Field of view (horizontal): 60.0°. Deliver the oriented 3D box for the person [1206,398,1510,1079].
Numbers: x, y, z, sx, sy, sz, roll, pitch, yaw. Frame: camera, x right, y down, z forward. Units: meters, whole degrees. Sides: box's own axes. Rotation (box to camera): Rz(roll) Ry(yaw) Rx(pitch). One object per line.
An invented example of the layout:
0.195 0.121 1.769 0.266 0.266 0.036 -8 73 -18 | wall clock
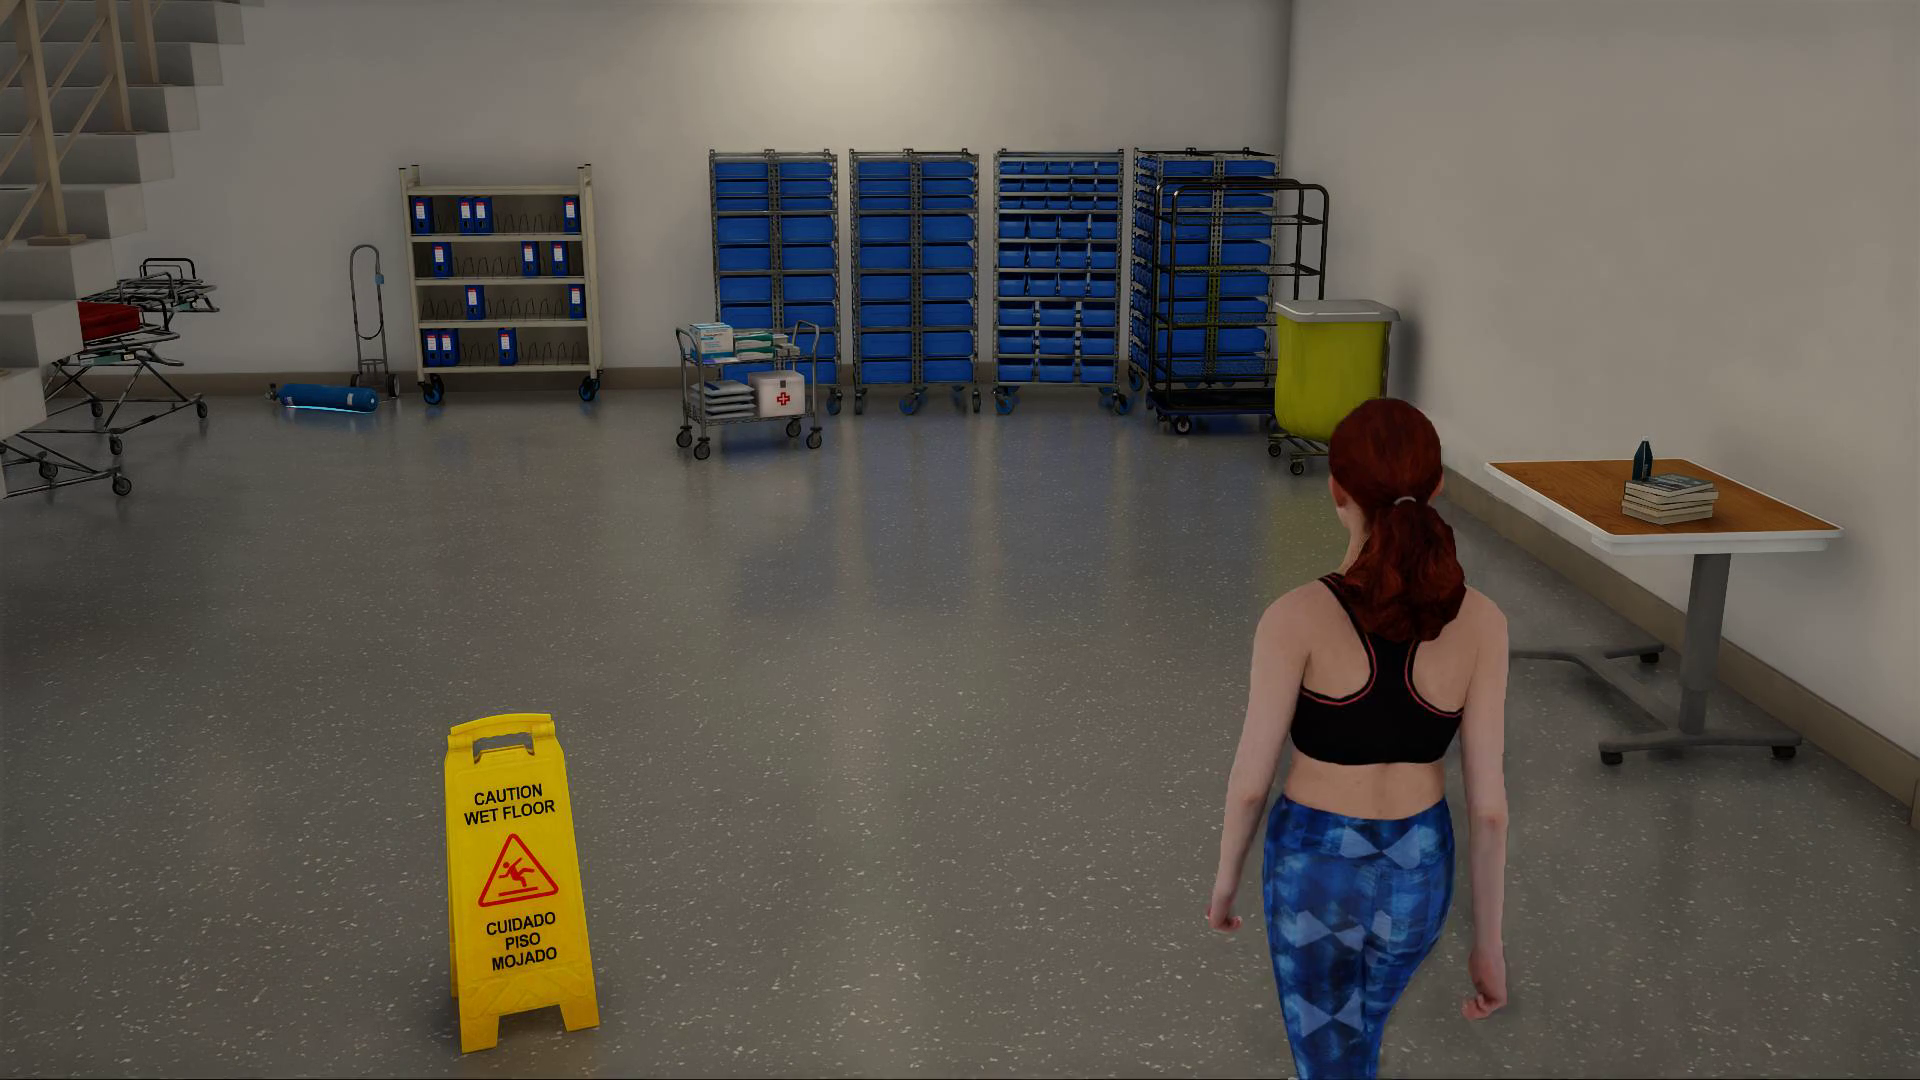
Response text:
0.658 0.701 2.675 0.582 1.730 1.174 -1 16 -5 | person
